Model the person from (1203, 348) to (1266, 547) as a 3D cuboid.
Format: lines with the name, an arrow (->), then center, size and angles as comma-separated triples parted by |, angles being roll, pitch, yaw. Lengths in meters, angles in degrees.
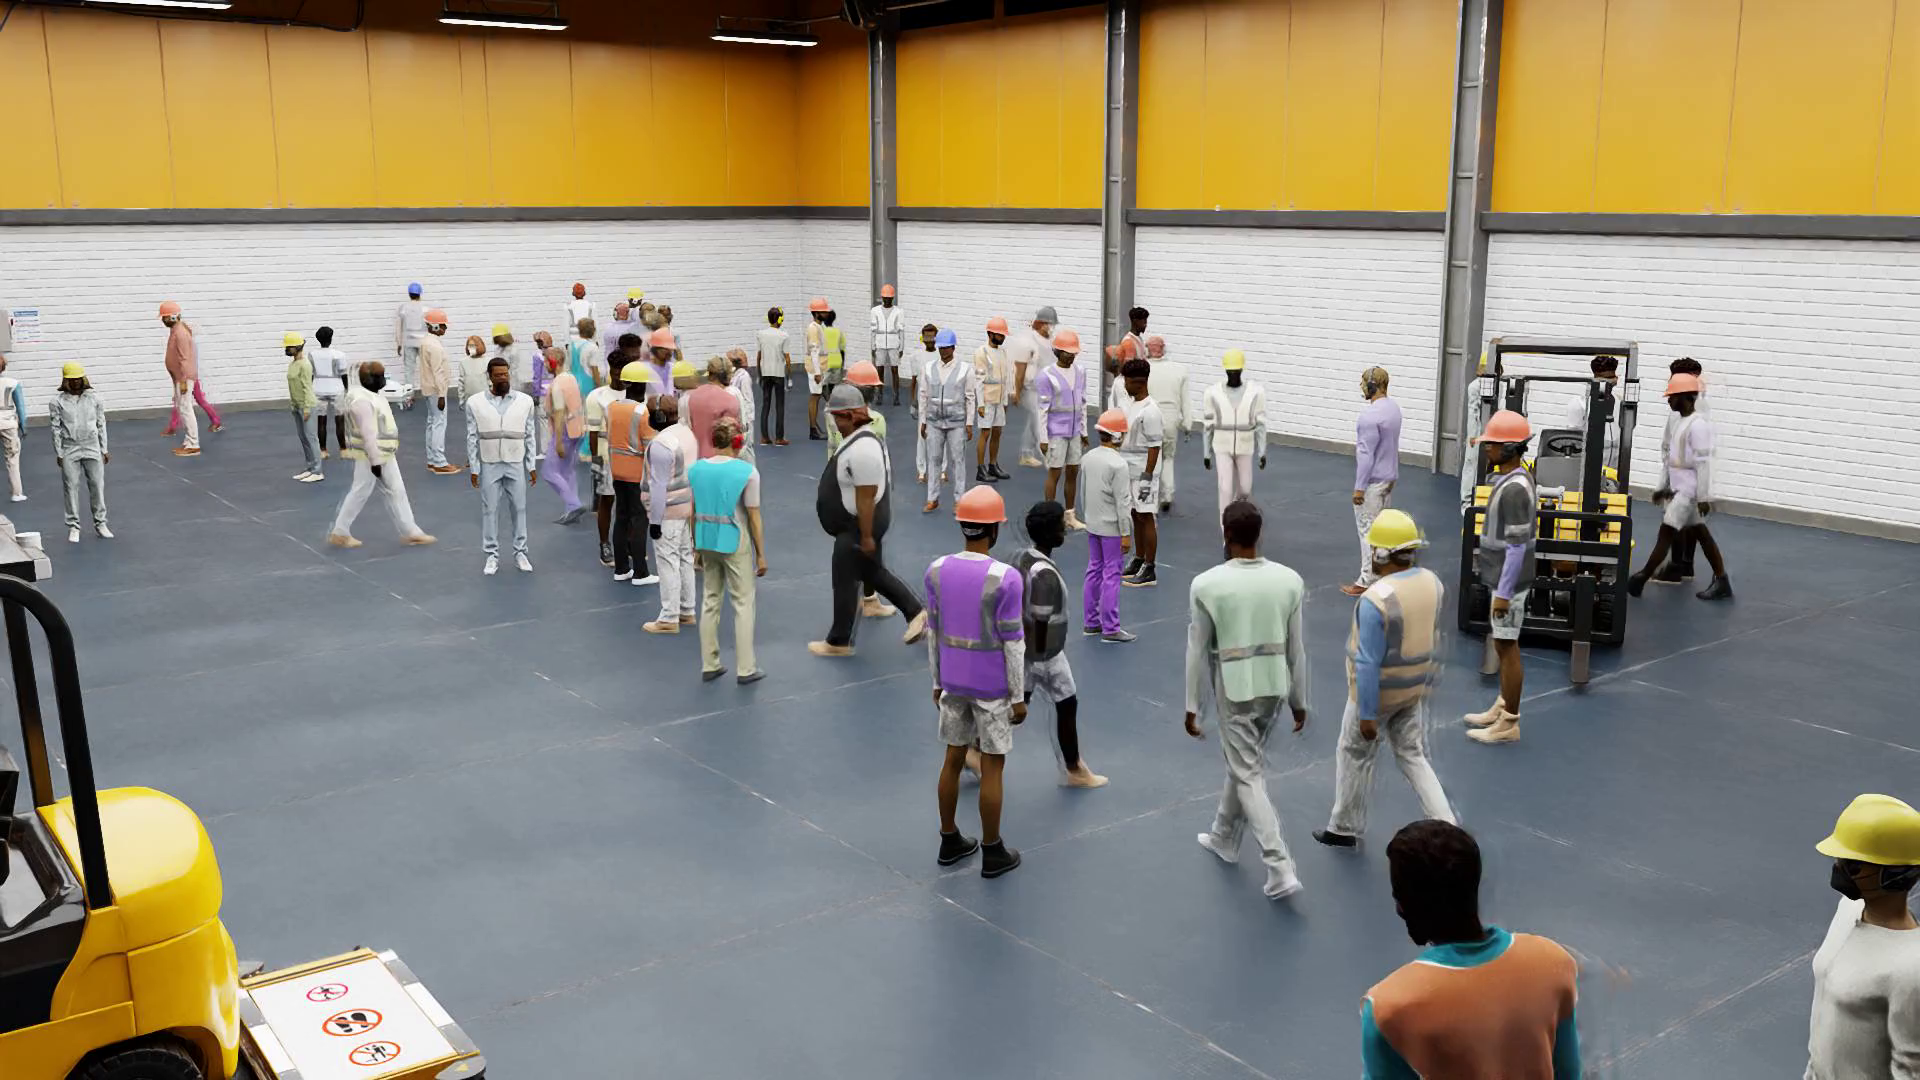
person -> 2.613, -0.899, 15.902 | 0.609, 1.905, 0.688 | 1, 12, 4

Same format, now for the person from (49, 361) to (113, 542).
person -> -8.497, -0.856, 16.093 | 0.487, 1.744, 0.297 | -10, 15, -39

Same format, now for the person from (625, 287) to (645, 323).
person -> -5.297, -3.218, 27.272 | 0.404, 1.837, 0.590 | 0, 12, -2

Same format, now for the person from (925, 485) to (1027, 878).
person -> 0.095, 0.690, 8.179 | 0.545, 1.930, 0.387 | 8, 14, 35

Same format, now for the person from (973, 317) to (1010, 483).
person -> 0.398, -1.640, 19.438 | 0.390, 1.925, 0.550 | 9, 15, 37

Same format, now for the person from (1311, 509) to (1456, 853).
person -> 2.175, 0.742, 8.239 | 0.593, 1.812, 0.815 | -9, 14, -36

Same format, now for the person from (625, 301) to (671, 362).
person -> -4.155, -2.226, 22.266 | 0.636, 1.930, 0.372 | -8, 14, -34

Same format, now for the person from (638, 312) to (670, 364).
person -> -3.832, -1.858, 20.549 | 0.667, 1.894, 0.645 | -3, 12, -14

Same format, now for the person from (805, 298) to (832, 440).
person -> -1.937, -2.348, 22.821 | 0.371, 1.939, 0.543 | 0, 12, 1

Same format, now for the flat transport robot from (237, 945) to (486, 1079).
flat transport robot -> -2.349, 1.900, 6.357 | 0.652, 0.197, 1.431 | -8, 14, -35

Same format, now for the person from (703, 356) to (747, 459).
person -> -2.236, -0.845, 15.863 | 0.403, 1.820, 0.602 | 0, 12, -2

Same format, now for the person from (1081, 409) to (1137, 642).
person -> 1.128, -0.112, 12.475 | 0.338, 1.748, 0.575 | -6, 13, -26

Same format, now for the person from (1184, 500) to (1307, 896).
person -> 1.414, 0.757, 8.027 | 0.610, 1.874, 0.931 | -5, 13, -22

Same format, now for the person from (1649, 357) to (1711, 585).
person -> 6.199, -0.588, 14.286 | 0.374, 1.962, 0.606 | 11, 16, 42

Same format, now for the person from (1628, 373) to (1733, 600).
person -> 5.964, -0.432, 13.736 | 1.017, 1.871, 0.565 | 2, 12, 11

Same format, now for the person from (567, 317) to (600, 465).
person -> -4.673, -1.863, 20.731 | 0.541, 1.842, 0.447 | 8, 14, 34

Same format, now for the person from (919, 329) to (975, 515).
person -> -0.141, -1.237, 17.434 | 0.602, 1.948, 0.387 | 3, 12, 15

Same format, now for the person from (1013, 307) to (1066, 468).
person -> 1.070, -1.856, 20.198 | 0.988, 2.000, 0.698 | 10, 15, 39

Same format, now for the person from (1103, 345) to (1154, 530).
person -> 1.659, -1.026, 16.691 | 0.678, 1.852, 0.592 | 0, 12, -1

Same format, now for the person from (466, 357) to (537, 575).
person -> -4.046, -0.662, 14.725 | 0.591, 1.922, 0.392 | -4, 12, -20

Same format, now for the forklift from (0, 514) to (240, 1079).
forklift -> -3.687, 1.115, 5.480 | 2.313, 2.155, 1.214 | -9, 15, -36

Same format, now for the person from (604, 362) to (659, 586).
person -> -2.793, -0.568, 14.289 | 0.581, 1.919, 0.393 | 8, 14, 35

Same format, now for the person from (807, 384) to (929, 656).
person -> -0.641, -0.173, 12.072 | 0.865, 2.000, 0.706 | -1, 12, -3

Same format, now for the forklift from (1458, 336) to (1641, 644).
forklift -> 4.683, -0.471, 13.136 | 1.214, 2.155, 2.313 | 4, 12, 20

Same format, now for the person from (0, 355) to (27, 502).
person -> -10.429, -1.211, 18.077 | 0.524, 1.630, 0.324 | -3, 12, -15

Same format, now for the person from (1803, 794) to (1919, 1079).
person -> 2.412, 1.534, 4.495 | 0.311, 1.768, 0.531 | 1, 12, 6

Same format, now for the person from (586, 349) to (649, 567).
person -> -3.065, -0.746, 15.034 | 0.609, 1.958, 0.398 | -10, 15, -40

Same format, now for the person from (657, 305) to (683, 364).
person -> -4.012, -2.282, 22.727 | 0.516, 1.844, 0.332 | 3, 12, 15

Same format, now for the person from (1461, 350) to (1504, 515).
person -> 5.465, -1.108, 17.306 | 0.483, 1.745, 0.301 | -8, 14, -34

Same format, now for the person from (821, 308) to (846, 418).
person -> -1.926, -2.598, 24.676 | 0.545, 1.679, 0.718 | -6, 13, -27

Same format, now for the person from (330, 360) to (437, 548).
person -> -5.550, -0.801, 15.715 | 0.972, 1.795, 0.643 | 0, 12, -2
